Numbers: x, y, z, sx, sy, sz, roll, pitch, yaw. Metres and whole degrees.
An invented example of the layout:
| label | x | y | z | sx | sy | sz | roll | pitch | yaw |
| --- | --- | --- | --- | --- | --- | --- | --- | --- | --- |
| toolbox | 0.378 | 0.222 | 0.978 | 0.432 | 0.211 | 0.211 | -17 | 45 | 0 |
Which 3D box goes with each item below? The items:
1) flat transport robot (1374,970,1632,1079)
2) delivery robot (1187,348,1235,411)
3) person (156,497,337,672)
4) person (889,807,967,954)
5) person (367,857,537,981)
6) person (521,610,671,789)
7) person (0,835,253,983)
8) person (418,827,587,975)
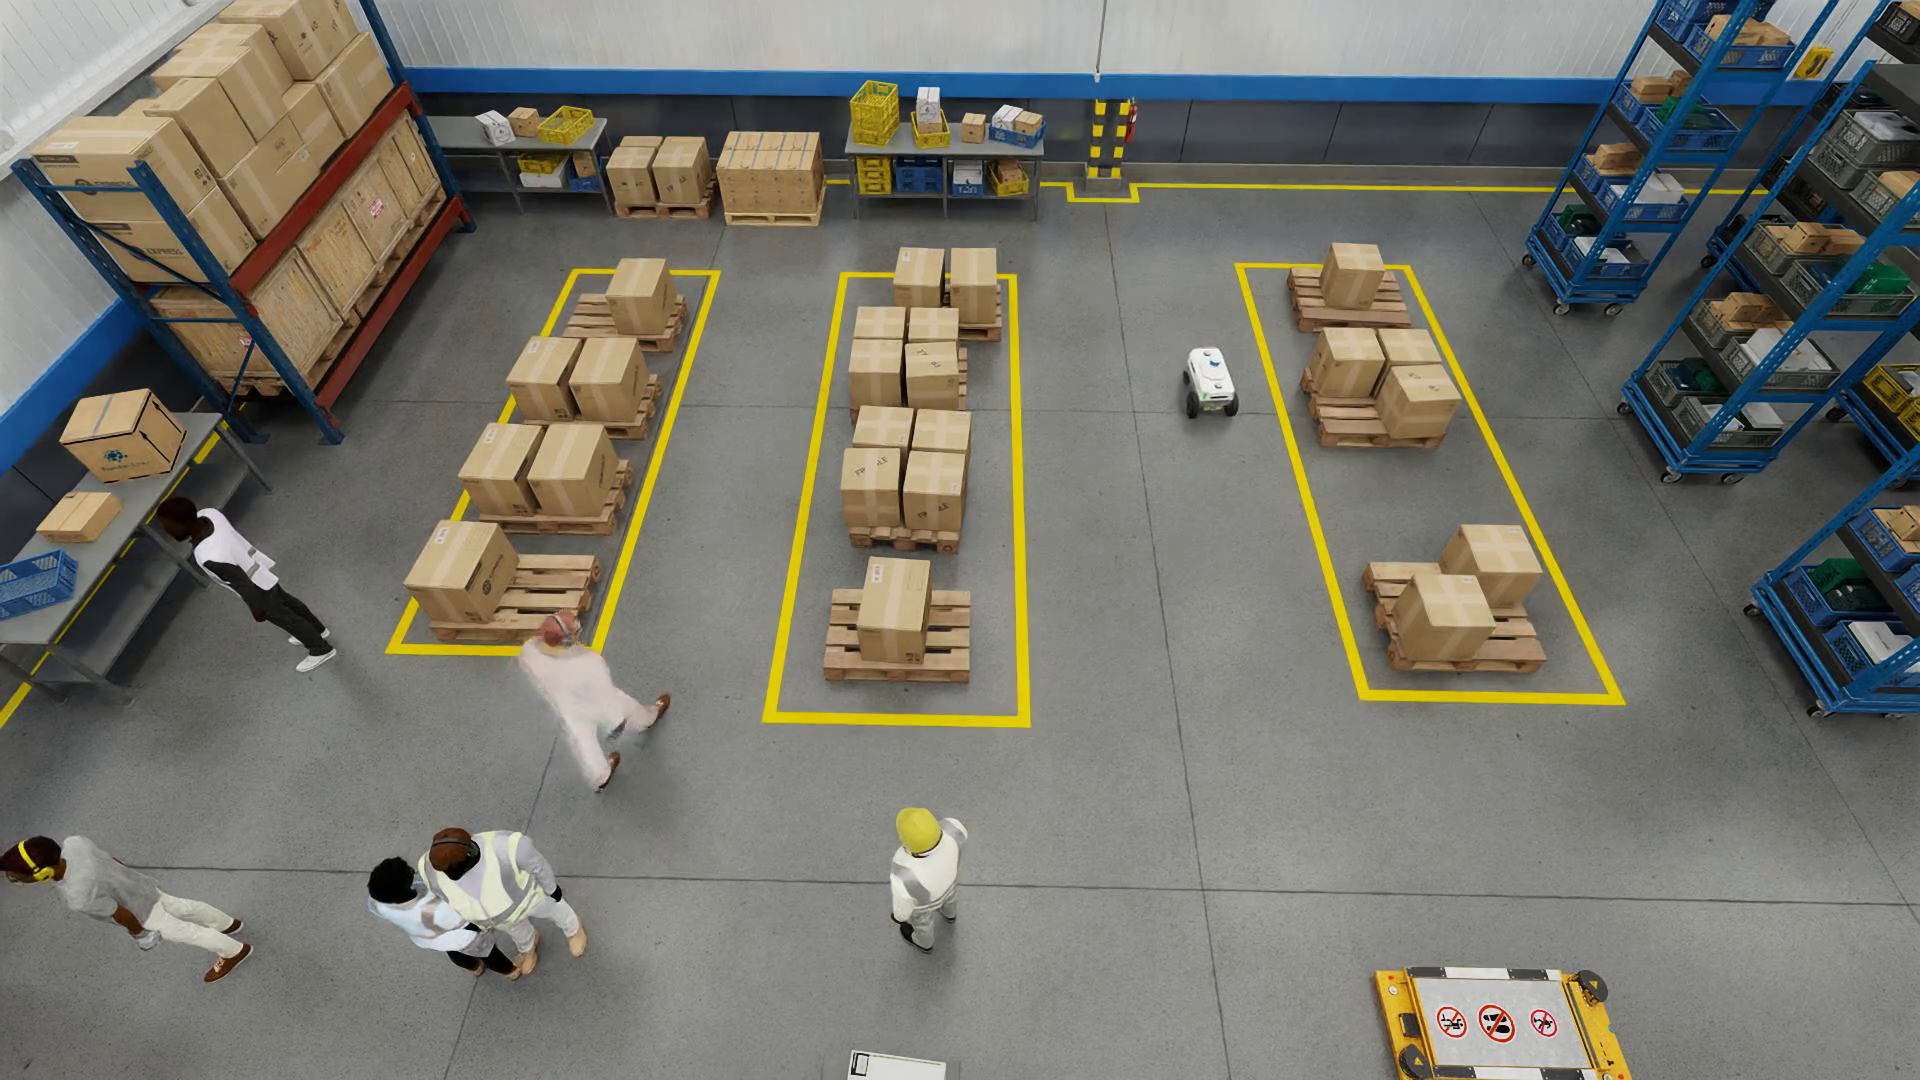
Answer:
| label | x | y | z | sx | sy | sz | roll | pitch | yaw |
| --- | --- | --- | --- | --- | --- | --- | --- | --- | --- |
| flat transport robot | 3.501 | 3.133 | 5.914 | 1.431 | 0.197 | 0.652 | 1 | 51 | 1 |
| delivery robot | 2.633 | -1.713 | 9.625 | 0.477 | 0.478 | 0.707 | -2 | 51 | -2 |
| person | -5.515 | 0.330 | 7.142 | 0.379 | 1.920 | 0.596 | -27 | 56 | -20 |
| person | -0.220 | 2.126 | 5.734 | 0.404 | 1.830 | 0.600 | 34 | 58 | 25 |
| person | -3.142 | 2.362 | 5.628 | 0.533 | 1.696 | 0.318 | 7 | 51 | 5 |
| person | -2.615 | 1.035 | 6.602 | 0.656 | 1.859 | 0.923 | 13 | 52 | 10 |
| person | -5.063 | 2.244 | 5.611 | 0.328 | 1.877 | 0.509 | -32 | 58 | -23 |
| person | -2.798 | 2.215 | 5.656 | 0.621 | 1.845 | 0.429 | -14 | 52 | -11 |
